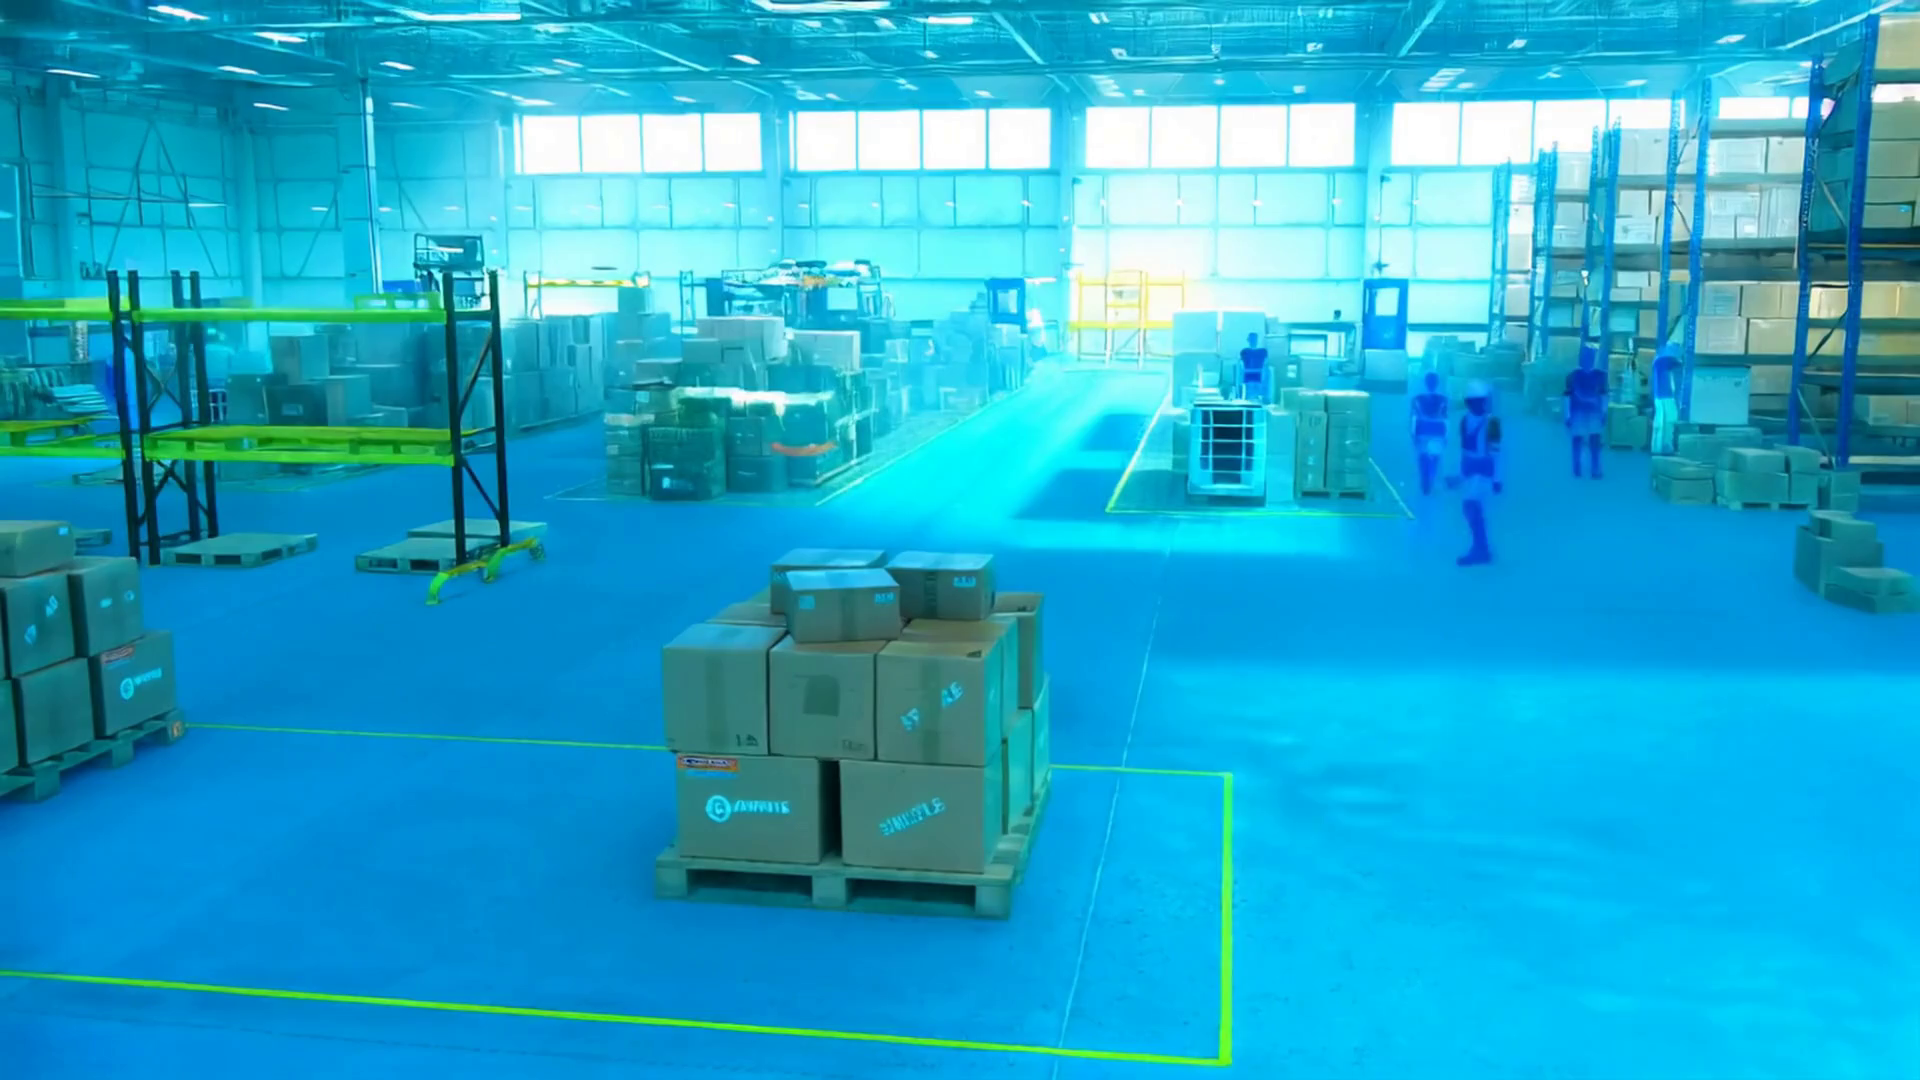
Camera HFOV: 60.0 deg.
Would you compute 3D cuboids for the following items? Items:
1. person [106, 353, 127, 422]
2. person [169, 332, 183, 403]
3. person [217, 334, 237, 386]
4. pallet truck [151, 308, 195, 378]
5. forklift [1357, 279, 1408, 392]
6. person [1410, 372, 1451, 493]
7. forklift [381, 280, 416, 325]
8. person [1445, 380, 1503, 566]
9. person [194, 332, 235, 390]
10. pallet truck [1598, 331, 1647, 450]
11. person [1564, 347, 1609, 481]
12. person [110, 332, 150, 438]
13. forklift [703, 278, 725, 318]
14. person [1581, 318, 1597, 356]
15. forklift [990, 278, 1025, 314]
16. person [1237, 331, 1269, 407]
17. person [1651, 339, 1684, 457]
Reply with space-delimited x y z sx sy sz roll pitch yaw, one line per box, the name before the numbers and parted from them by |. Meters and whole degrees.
person | -15.591 -2.874 30.937 0.535 1.821 0.808 -7 11 -35
person | -17.879 -3.944 38.052 0.517 1.639 0.313 6 11 33
person | -15.513 -3.476 34.951 0.503 1.697 0.870 -1 9 -4
pallet truck | -21.869 -5.598 47.154 0.823 1.965 1.885 4 10 26
forklift | 10.667 -5.162 41.749 1.129 2.768 1.873 1 9 9
person | 6.321 -1.424 22.421 0.540 1.673 0.658 4 10 22
forklift | -11.960 -4.169 35.627 1.873 2.768 1.129 1 9 9
person | 5.275 -0.678 17.073 0.675 1.915 0.547 -3 10 -18
person | -14.128 -3.005 31.558 0.656 1.879 1.037 -1 9 -8
pallet truck | 11.253 -2.573 28.499 0.823 1.965 1.885 5 10 27
person | 9.087 -1.824 24.116 0.637 1.912 0.990 1 9 7
person | -15.019 -2.788 30.055 0.643 1.919 0.459 0 9 3
forklift | -6.668 -5.726 45.231 1.873 2.768 1.129 1 9 6
person | 14.857 -4.271 39.039 0.779 1.965 0.630 2 9 11
forklift | 1.321 -5.926 46.464 1.129 2.768 1.873 1 9 9
person | 5.378 -2.869 30.562 0.593 1.922 0.391 -2 9 -12
person | 11.456 -2.282 26.904 0.371 1.934 0.627 -3 10 -15
